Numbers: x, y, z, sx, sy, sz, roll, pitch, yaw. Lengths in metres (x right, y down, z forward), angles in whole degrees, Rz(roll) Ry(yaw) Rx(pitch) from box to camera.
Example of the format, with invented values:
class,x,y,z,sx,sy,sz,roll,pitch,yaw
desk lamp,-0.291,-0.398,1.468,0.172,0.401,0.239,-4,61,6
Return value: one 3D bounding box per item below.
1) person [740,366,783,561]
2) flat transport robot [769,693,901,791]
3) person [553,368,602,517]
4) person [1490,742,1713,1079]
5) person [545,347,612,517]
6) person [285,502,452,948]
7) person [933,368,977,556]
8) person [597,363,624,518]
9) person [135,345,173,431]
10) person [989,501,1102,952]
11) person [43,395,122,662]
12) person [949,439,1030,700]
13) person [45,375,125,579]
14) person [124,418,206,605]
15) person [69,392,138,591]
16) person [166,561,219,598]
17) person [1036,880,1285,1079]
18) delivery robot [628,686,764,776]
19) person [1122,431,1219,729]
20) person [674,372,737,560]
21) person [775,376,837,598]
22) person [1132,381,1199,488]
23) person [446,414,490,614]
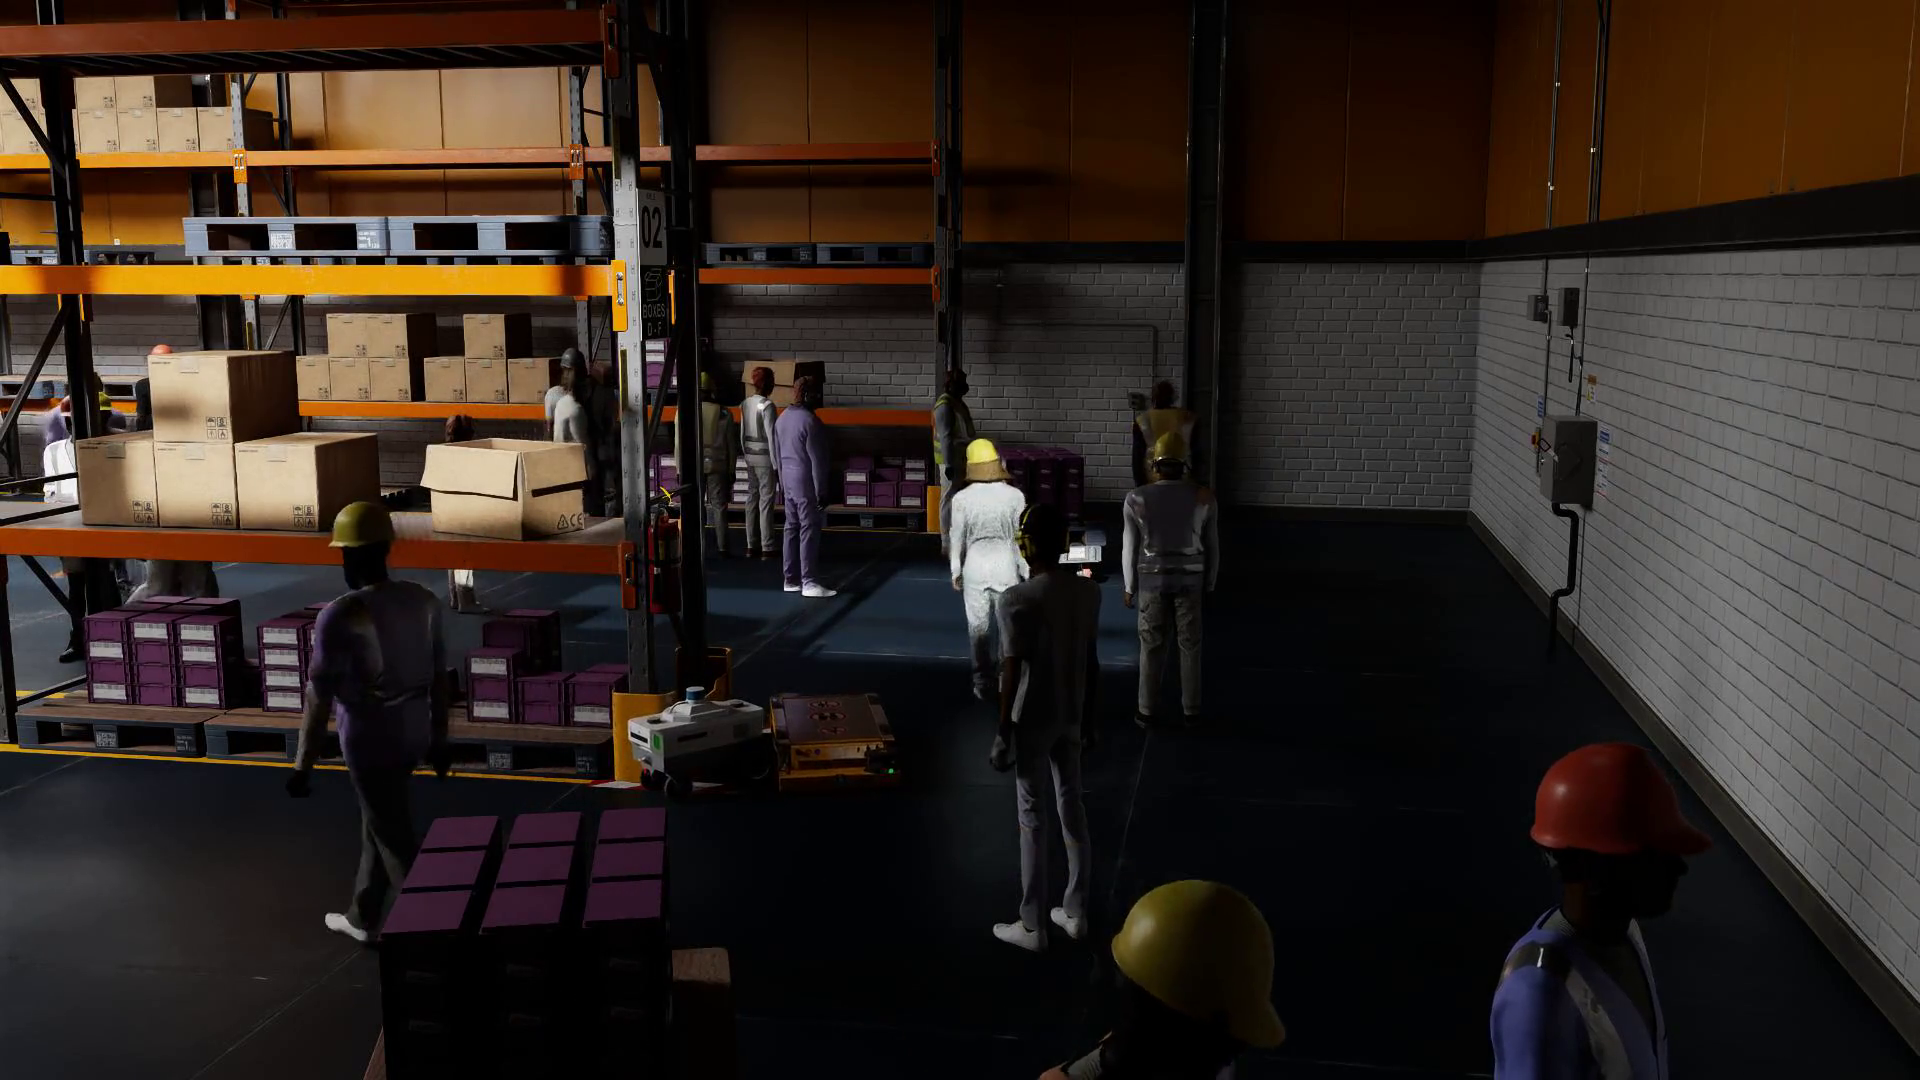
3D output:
class,x,y,z,sx,sy,sz,roll,pitch,yaw
person,-1.914,-0.745,16.182,0.355,1.887,0.573,-7,12,-38
flat transport robot,-0.743,1.128,9.561,0.652,0.197,1.431,-1,9,-9
person,-3.677,-0.698,15.962,1.043,1.882,0.626,-4,10,-21
person,1.179,1.328,3.151,0.347,1.943,0.545,6,11,32
person,-3.890,-0.924,16.820,0.683,2.000,0.538,-6,11,-35
person,-2.389,0.795,6.602,0.874,1.892,0.610,4,10,22
person,-0.041,-0.775,16.504,0.429,1.846,0.627,2,9,12
person,-3.577,-0.871,17.011,0.576,1.865,0.608,4,10,25
person,-8.794,-1.167,18.464,0.625,1.992,0.388,-6,11,-32
person,0.351,0.767,6.880,0.507,1.865,0.329,-6,11,-32
person,-6.280,-0.091,11.957,0.545,1.942,0.349,-2,9,-10
person,0.194,0.214,10.761,0.535,1.718,0.473,0,9,-2
person,-7.910,-0.567,15.072,0.683,1.900,0.607,-5,10,-27
person,-5.862,-0.053,12.157,0.778,1.812,0.658,2,9,14
person,-7.413,-0.401,14.423,0.314,1.769,0.524,7,12,38
person,-5.762,-0.147,12.317,0.635,1.936,0.353,1,9,4
person,0.273,1.438,2.758,0.599,1.853,0.987,-9,13,-44
delivery robot,-1.423,1.034,8.972,0.707,0.478,0.477,-8,12,-39
person,1.282,0.251,10.167,0.590,1.833,0.404,0,9,1
person,-2.462,-0.709,16.136,0.598,1.828,0.403,-1,9,-7
person,-1.318,-0.460,14.355,0.401,1.906,0.650,-7,11,-36
person,1.906,-0.572,15.432,0.638,1.798,0.983,0,9,1
person,-4.083,-0.214,13.654,0.309,1.641,0.515,-5,10,-28
